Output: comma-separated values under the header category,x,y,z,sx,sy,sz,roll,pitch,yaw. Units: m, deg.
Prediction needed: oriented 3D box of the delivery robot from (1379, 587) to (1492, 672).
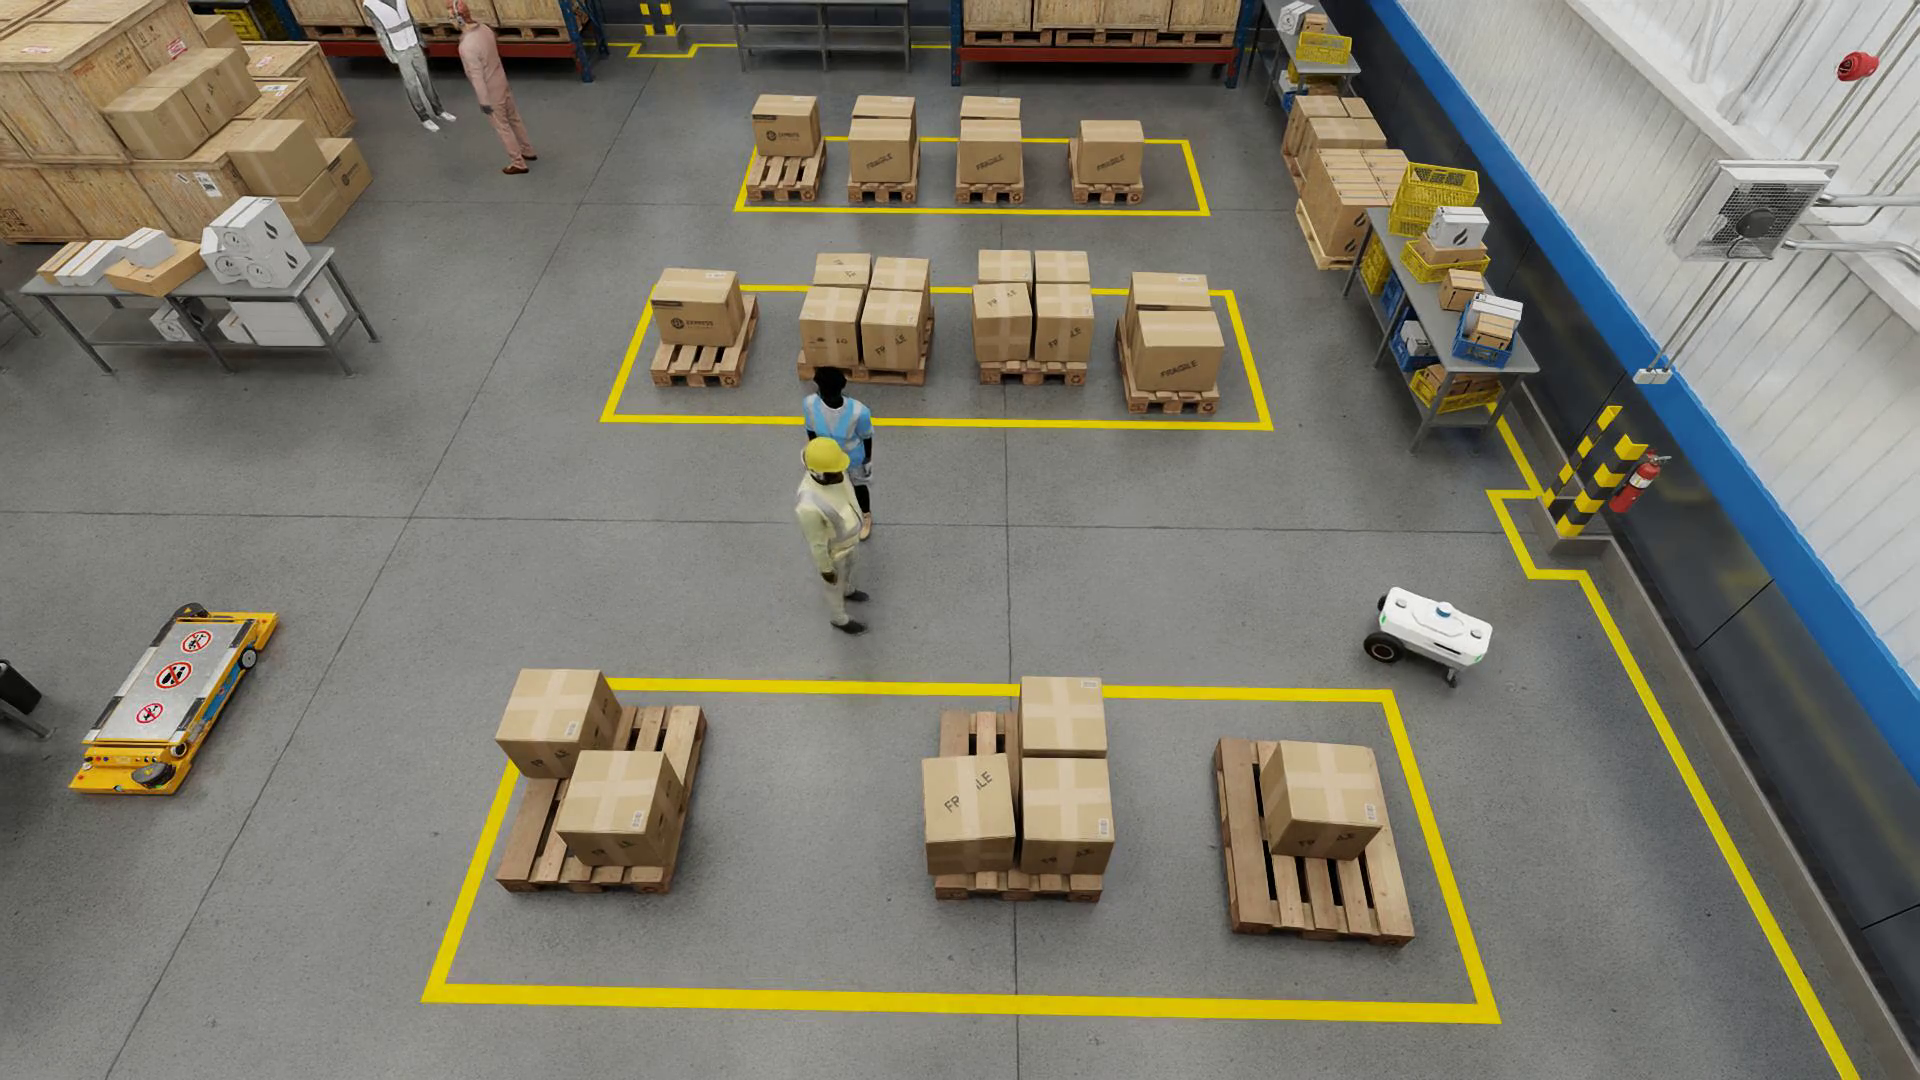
category,x,y,z,sx,sy,sz,roll,pitch,yaw
delivery robot,3.395,0.625,6.576,0.707,0.478,0.477,24,54,19

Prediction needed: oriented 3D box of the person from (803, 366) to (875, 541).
category,x,y,z,sx,sy,sz,roll,pitch,yaw
person,-0.898,-0.642,6.963,0.536,1.696,0.321,11,51,9

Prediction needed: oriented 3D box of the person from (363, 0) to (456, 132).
category,x,y,z,sx,sy,sz,roll,pitch,yaw
person,-6.974,-6.167,11.501,0.375,1.912,0.586,16,52,13

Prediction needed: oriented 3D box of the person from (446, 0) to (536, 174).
category,x,y,z,sx,sy,sz,roll,pitch,yaw
person,-5.524,-5.306,10.785,0.395,1.899,0.660,3,50,2

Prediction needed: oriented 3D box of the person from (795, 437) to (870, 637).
category,x,y,z,sx,sy,sz,roll,pitch,yaw
person,-0.863,-0.021,6.353,0.404,1.830,0.601,9,50,7

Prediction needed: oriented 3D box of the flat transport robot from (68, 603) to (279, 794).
category,x,y,z,sx,sy,sz,roll,pitch,yaw
flat transport robot,-5.504,1.072,6.442,0.652,0.197,1.431,1,50,1
